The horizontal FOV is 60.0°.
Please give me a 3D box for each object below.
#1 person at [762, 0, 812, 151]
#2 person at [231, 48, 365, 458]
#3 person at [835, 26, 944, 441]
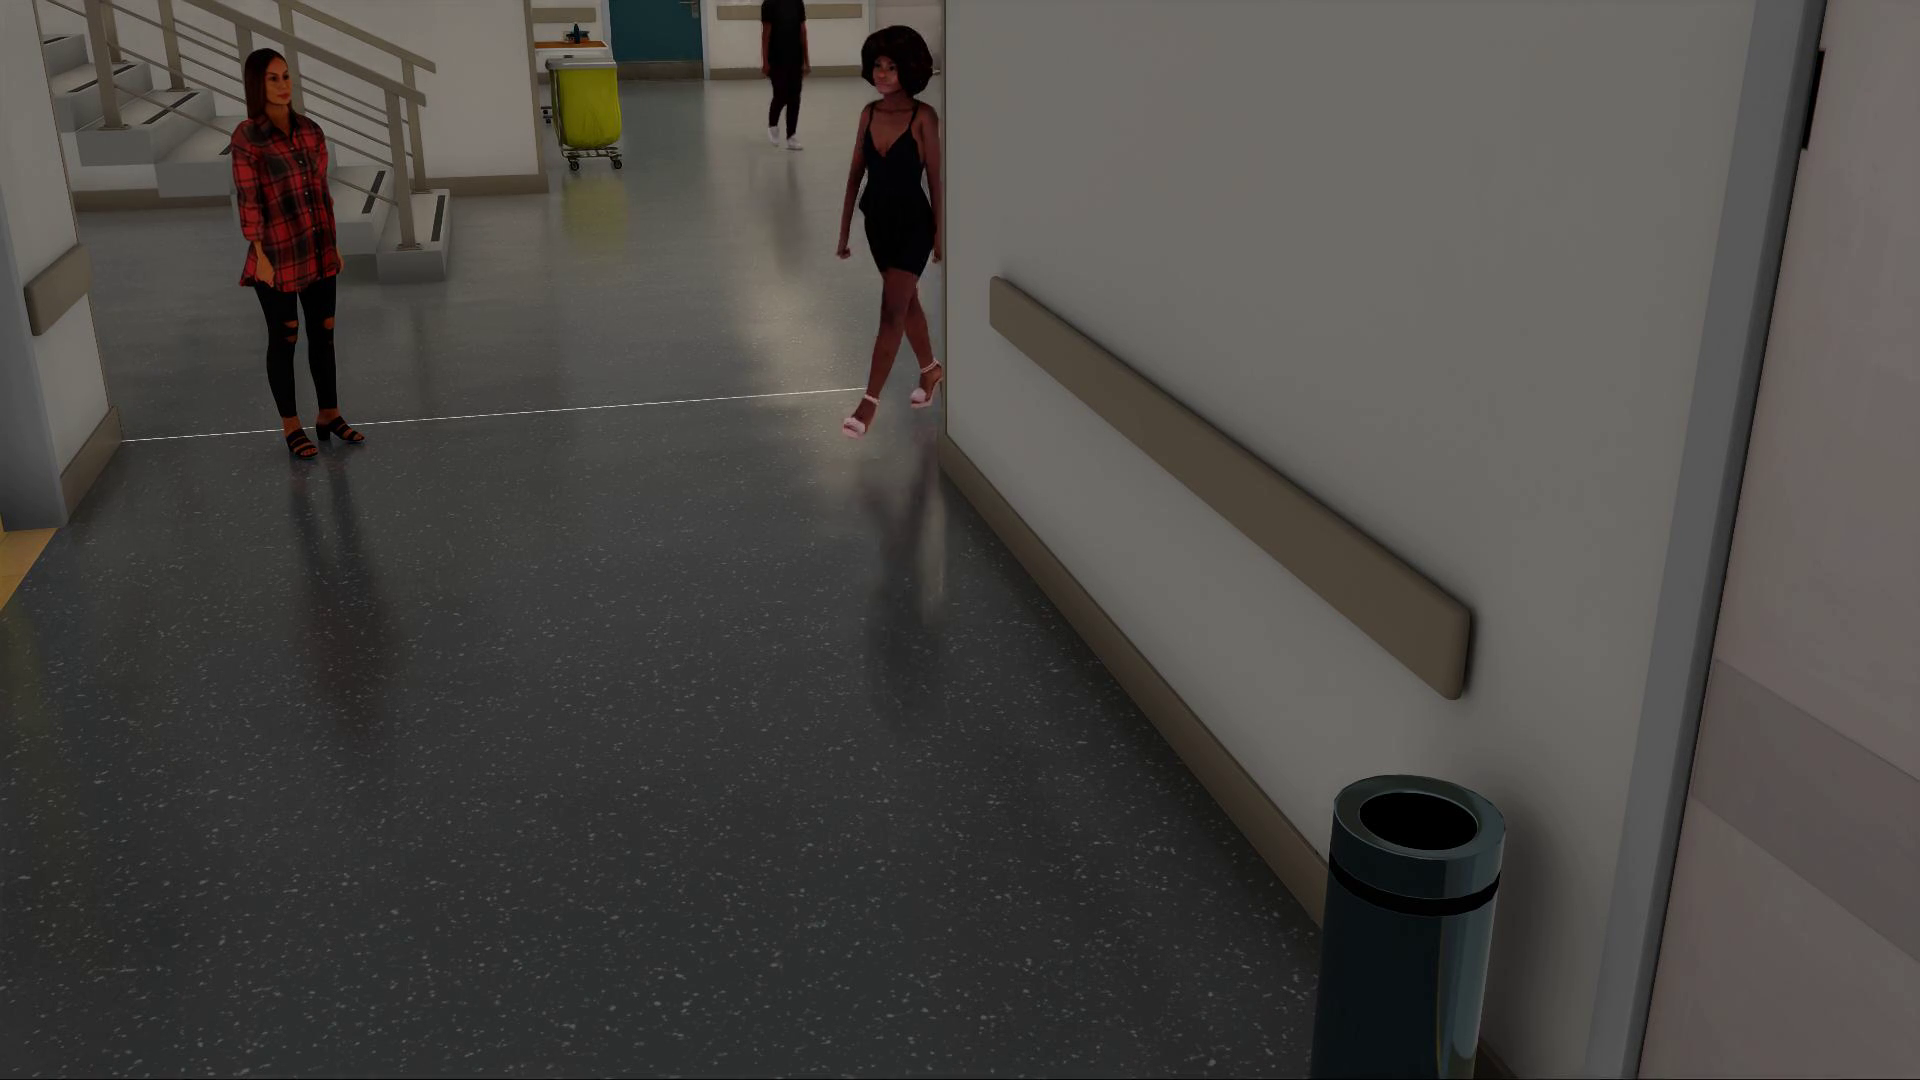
[{"bbox_3d":[-1.739,-4.710,16.223,0.748,1.772,0.819,-14,25,-33],"label":"person"},{"bbox_3d":[-2.845,-1.218,7.099,0.752,1.704,0.694,11,23,27],"label":"person"},{"bbox_3d":[-0.223,-1.268,7.354,1.091,1.617,1.155,13,24,30],"label":"person"}]
